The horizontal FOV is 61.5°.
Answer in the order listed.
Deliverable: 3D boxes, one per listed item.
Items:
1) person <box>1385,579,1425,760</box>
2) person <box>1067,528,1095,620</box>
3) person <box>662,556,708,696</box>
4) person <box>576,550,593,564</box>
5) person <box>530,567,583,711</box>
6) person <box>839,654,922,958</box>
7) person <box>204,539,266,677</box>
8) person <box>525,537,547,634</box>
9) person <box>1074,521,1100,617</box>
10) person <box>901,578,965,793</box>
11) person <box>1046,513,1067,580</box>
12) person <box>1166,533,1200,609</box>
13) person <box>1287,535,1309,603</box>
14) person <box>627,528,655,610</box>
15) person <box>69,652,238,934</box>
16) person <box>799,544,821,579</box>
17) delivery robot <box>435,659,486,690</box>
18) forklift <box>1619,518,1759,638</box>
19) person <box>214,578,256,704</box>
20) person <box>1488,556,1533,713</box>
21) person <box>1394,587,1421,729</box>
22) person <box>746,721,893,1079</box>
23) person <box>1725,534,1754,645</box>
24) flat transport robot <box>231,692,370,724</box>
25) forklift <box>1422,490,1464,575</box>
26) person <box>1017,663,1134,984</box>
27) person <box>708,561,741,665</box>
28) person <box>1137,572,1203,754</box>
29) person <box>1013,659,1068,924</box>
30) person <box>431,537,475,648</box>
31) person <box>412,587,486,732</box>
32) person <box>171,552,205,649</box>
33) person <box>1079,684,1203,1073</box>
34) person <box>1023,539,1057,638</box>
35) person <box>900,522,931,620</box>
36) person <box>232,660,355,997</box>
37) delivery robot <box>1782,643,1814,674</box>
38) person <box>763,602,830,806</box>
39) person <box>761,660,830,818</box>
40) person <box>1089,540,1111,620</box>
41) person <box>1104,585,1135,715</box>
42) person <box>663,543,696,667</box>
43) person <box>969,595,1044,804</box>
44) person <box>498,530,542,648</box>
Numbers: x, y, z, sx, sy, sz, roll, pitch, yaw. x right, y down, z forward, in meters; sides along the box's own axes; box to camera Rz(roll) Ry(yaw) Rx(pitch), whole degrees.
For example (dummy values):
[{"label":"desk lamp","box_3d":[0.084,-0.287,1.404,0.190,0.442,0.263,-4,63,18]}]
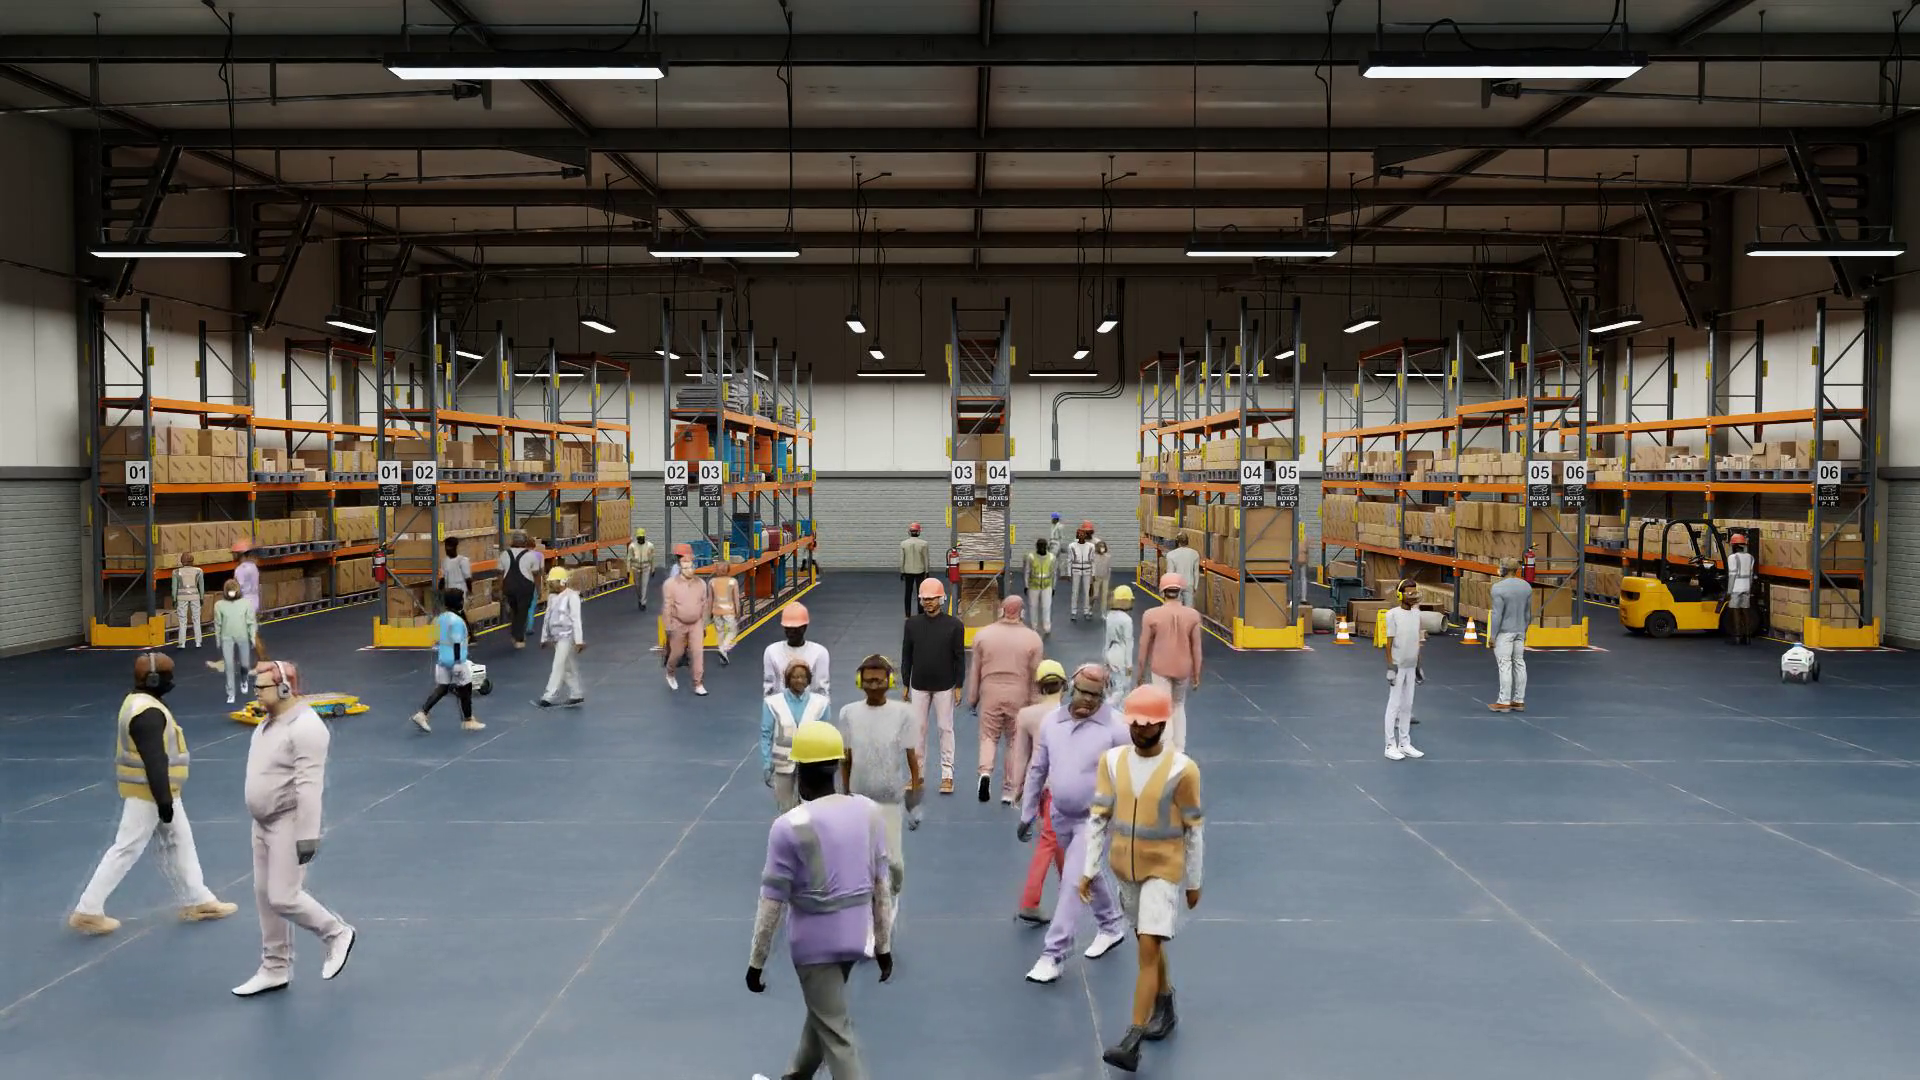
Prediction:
[{"label":"person","box_3d":[4.651,1.336,16.859,0.520,1.874,0.332,-1,3,-32]},{"label":"person","box_3d":[2.473,0.692,32.905,0.584,1.882,0.337,0,2,-2]},{"label":"person","box_3d":[-3.734,1.141,21.846,0.654,1.871,0.860,-1,3,-28]},{"label":"person","box_3d":[-10.278,0.225,44.437,0.771,1.893,0.692,-1,3,-31]},{"label":"person","box_3d":[-5.096,1.238,20.298,0.886,1.789,0.618,-2,3,-44]},{"label":"person","box_3d":[-0.495,1.619,10.187,0.525,1.842,0.816,0,2,5]},{"label":"person","box_3d":[-10.606,1.001,23.626,0.983,2.000,0.635,0,2,-7]},{"label":"person","box_3d":[-8.024,0.841,30.195,0.578,1.801,0.952,0,2,1]},{"label":"person","box_3d":[2.718,0.590,34.105,0.605,2.008,0.985,1,2,16]},{"label":"person","box_3d":[-0.258,1.347,15.053,0.613,1.994,0.381,1,2,14]},{"label":"person","box_3d":[2.589,0.188,45.314,0.951,1.904,0.616,-1,2,-13]},{"label":"person","box_3d":[3.935,0.837,28.597,0.629,1.940,0.373,-1,2,-17]},{"label":"person","box_3d":[7.829,0.504,37.543,0.590,1.895,0.883,0,2,-10]},{"label":"person","box_3d":[-7.036,0.626,35.629,0.602,1.802,0.852,0,2,-6]},{"label":"person","box_3d":[-5.284,1.628,10.496,0.978,1.798,0.635,-1,3,-26]},{"label":"person","box_3d":[-4.338,0.302,45.562,0.873,1.643,0.545,0,2,-7]},{"label":"delivery robot","box_3d":[-6.695,1.769,21.640,0.707,0.478,0.477,1,3,33]},{"label":"forklift","box_3d":[13.417,0.684,29.791,2.313,2.155,1.214,0,2,0]},{"label":"person","box_3d":[-9.443,1.295,21.040,0.512,1.615,0.543,-1,2,-21]},{"label":"person","box_3d":[6.854,1.172,20.160,0.631,1.940,0.370,-1,3,-28]},{"label":"person","box_3d":[5.269,1.331,18.903,0.703,1.721,0.327,-2,3,-40]},{"label":"person","box_3d":[-0.648,1.722,6.992,0.969,1.873,0.615,2,3,43]},{"label":"person","box_3d":[13.553,0.857,28.139,0.552,1.932,0.377,-1,2,-24]},{"label":"flat transport robot","box_3d":[-8.018,2.034,19.659,0.652,0.197,1.431,2,3,41]},{"label":"forklift","box_3d":[13.926,-0.371,47.846,1.873,2.768,1.129,0,2,0]},{"label":"person","box_3d":[0.707,1.642,9.600,0.691,1.837,1.041,2,3,40]},{"label":"person","box_3d":[-3.654,1.132,24.921,0.537,1.624,0.455,1,2,15]},{"label":"person","box_3d":[2.085,1.311,16.278,0.617,1.970,0.696,-1,2,-13]},{"label":"person","box_3d":[0.615,1.661,10.825,0.538,1.700,0.946,2,3,39]},{"label":"person","box_3d":[-8.593,0.898,27.411,0.615,1.912,1.020,2,3,35]},{"label":"person","box_3d":[-5.846,1.372,18.444,0.779,1.667,0.534,-2,3,-40]},{"label":"person","box_3d":[-13.109,1.030,27.425,0.515,1.641,0.309,-2,3,-36]},{"label":"person","box_3d":[0.915,1.675,8.188,0.553,1.883,1.003,2,3,34]},{"label":"person","box_3d":[1.470,0.874,29.598,0.639,1.795,0.985,0,2,-3]},{"label":"person","box_3d":[-0.909,0.641,32.877,0.649,1.991,0.402,0,2,10]},{"label":"person","box_3d":[-3.837,1.626,9.211,0.670,1.893,0.550,2,3,42]},{"label":"delivery robot","box_3d":[11.991,1.711,23.100,0.477,0.478,0.707,1,3,34]},{"label":"person","box_3d":[-1.337,1.458,13.140,0.560,1.920,0.400,0,2,1]},{"label":"person","box_3d":[-1.190,1.673,11.756,0.513,1.595,0.864,0,2,-8]},{"label":"person","box_3d":[2.869,0.810,33.241,0.502,1.619,0.592,-1,2,-22]},{"label":"person","box_3d":[1.741,1.362,18.137,0.736,1.722,0.490,-1,2,-23]},{"label":"person","box_3d":[-4.252,1.005,24.735,0.659,1.902,0.684,0,2,-11]},{"label":"person","box_3d":[0.401,1.435,14.352,0.691,1.879,0.629,0,2,11]},{"label":"person","box_3d":[-7.514,0.839,27.791,0.707,2.000,0.939,0,2,7]}]
